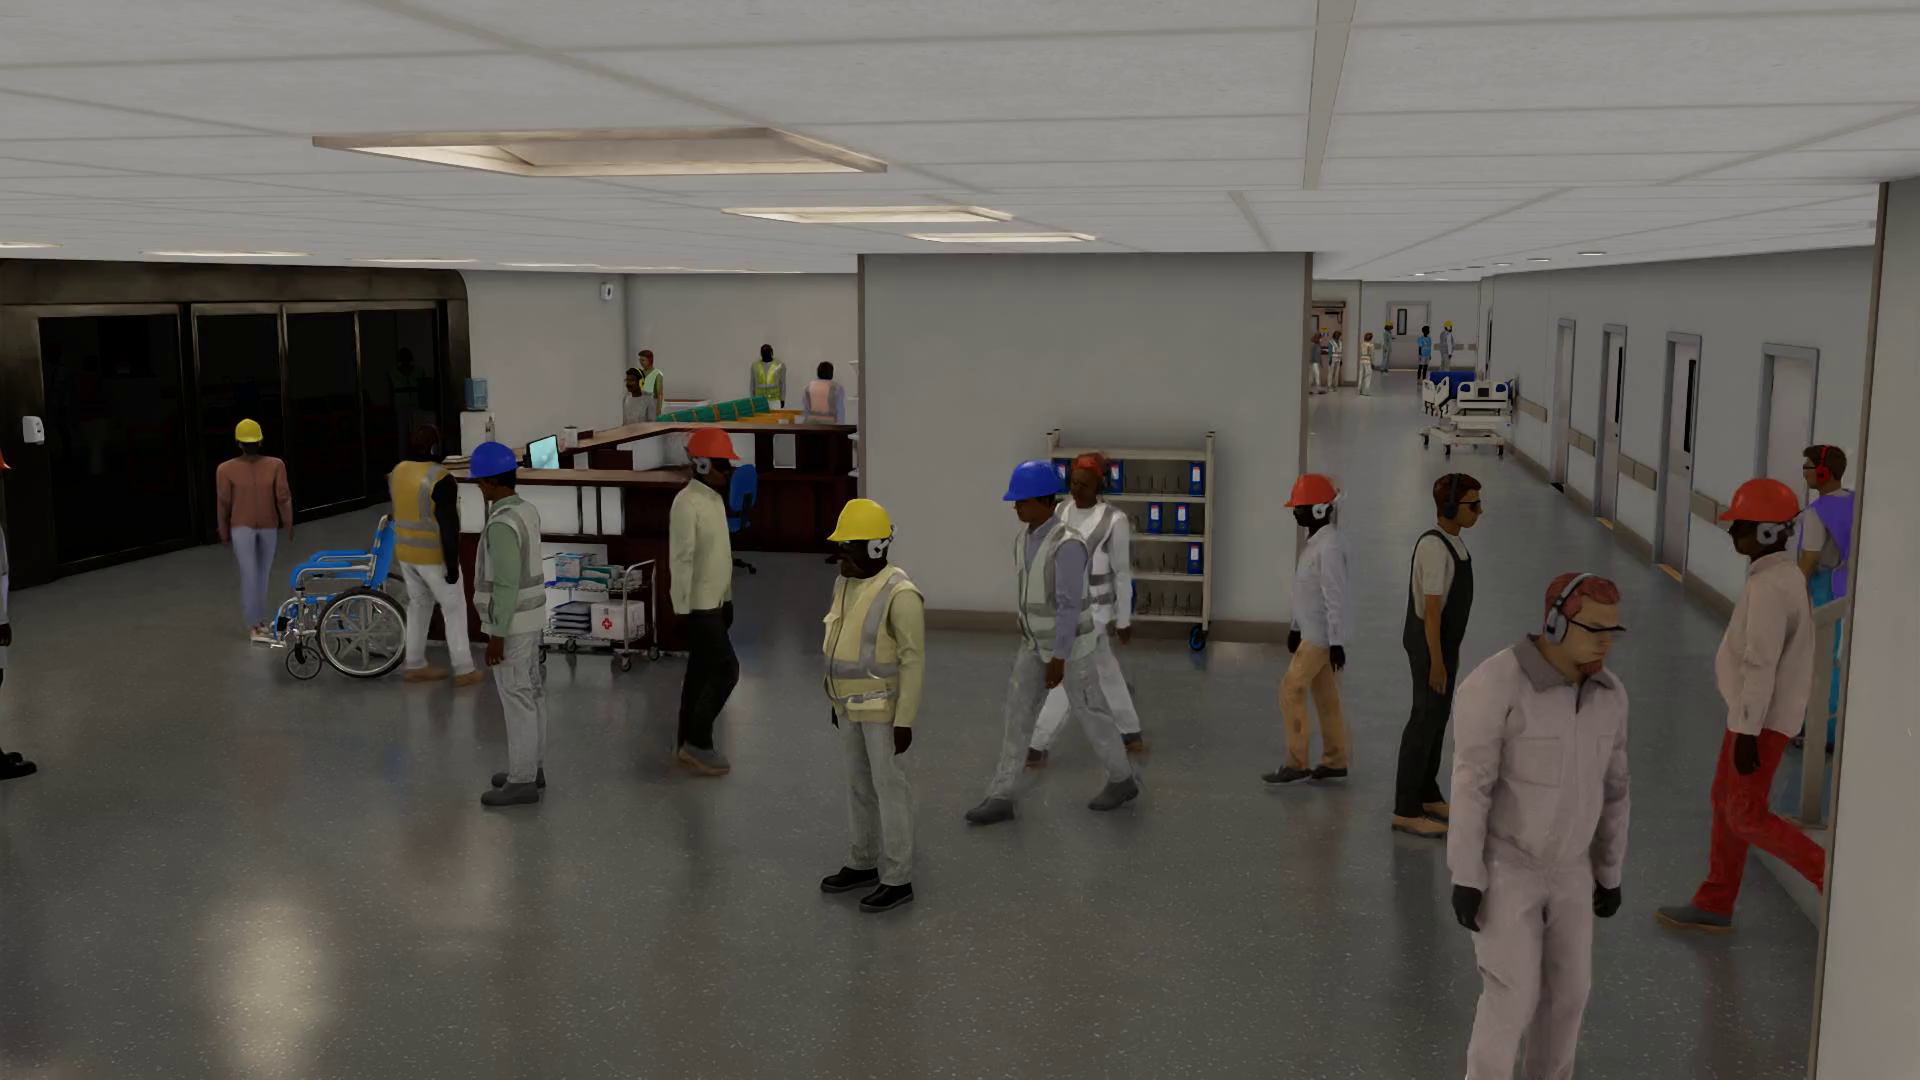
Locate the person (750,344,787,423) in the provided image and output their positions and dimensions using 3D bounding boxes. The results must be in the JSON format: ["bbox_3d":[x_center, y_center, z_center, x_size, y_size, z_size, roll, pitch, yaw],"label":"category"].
[{"bbox_3d":[-3.225,-2.375,27.950,0.621,1.835,0.431,1,9,4],"label":"person"}]

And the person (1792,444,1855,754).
[{"bbox_3d":[5.045,0.346,9.869,0.577,1.823,0.625,-8,12,-42],"label":"person"}]

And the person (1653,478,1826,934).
[{"bbox_3d":[3.372,0.729,6.868,0.767,1.977,0.624,4,10,27],"label":"person"}]

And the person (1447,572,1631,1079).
[{"bbox_3d":[1.817,1.030,5.174,0.701,1.885,0.462,-4,10,-27],"label":"person"}]

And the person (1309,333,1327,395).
[{"bbox_3d":[9.315,-4.566,43.191,0.752,1.597,0.530,6,10,34],"label":"person"}]

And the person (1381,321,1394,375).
[{"bbox_3d":[13.735,-6.160,53.374,0.336,1.733,0.480,6,10,33],"label":"person"}]

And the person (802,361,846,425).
[{"bbox_3d":[-1.766,-1.447,21.891,0.632,1.826,0.687,3,9,22],"label":"person"}]

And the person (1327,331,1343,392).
[{"bbox_3d":[10.056,-4.791,44.598,0.514,1.640,0.310,-7,11,-37],"label":"person"}]

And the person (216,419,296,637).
[{"bbox_3d":[-5.486,-0.077,13.028,0.526,1.733,0.781,-7,11,-41],"label":"person"}]

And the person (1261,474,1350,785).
[{"bbox_3d":[1.892,0.499,9.177,0.631,1.728,0.597,1,9,4],"label":"person"}]

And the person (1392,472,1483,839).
[{"bbox_3d":[2.421,0.571,8.387,0.346,1.838,0.502,5,10,30],"label":"person"}]

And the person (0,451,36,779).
[{"bbox_3d":[-5.462,0.382,9.322,0.545,1.929,0.390,8,11,41],"label":"person"}]

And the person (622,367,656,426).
[{"bbox_3d":[-3.625,-1.000,18.682,0.517,1.873,0.328,5,10,29],"label":"person"}]

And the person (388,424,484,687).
[{"bbox_3d":[-3.635,0.110,11.473,0.632,1.825,0.471,5,10,32],"label":"person"}]

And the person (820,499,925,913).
[{"bbox_3d":[-0.404,0.723,7.372,0.403,1.830,0.600,-6,11,-36],"label":"person"}]

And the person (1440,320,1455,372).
[{"bbox_3d":[14.211,-5.479,48.514,0.404,1.837,0.592,-1,9,-9],"label":"person"}]

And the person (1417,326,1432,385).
[{"bbox_3d":[13.374,-5.310,47.852,0.542,1.695,0.316,-6,11,-37],"label":"person"}]

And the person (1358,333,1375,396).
[{"bbox_3d":[10.504,-4.537,42.955,0.318,1.630,0.514,-5,10,-29],"label":"person"}]

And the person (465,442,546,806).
[{"bbox_3d":[-2.408,0.442,8.881,0.401,1.939,0.602,0,9,-3],"label":"person"}]

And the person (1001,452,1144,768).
[{"bbox_3d":[0.693,0.402,9.561,0.994,1.825,0.620,-5,10,-29],"label":"person"}]

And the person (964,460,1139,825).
[{"bbox_3d":[0.516,0.518,8.589,0.999,1.895,0.602,-5,10,-32],"label":"person"}]

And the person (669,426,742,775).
[{"bbox_3d":[-1.419,0.350,9.362,0.509,1.975,0.639,1,9,8],"label":"person"}]

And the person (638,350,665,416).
[{"bbox_3d":[-4.659,-1.940,25.023,0.564,1.839,0.390,8,12,44],"label":"person"}]
